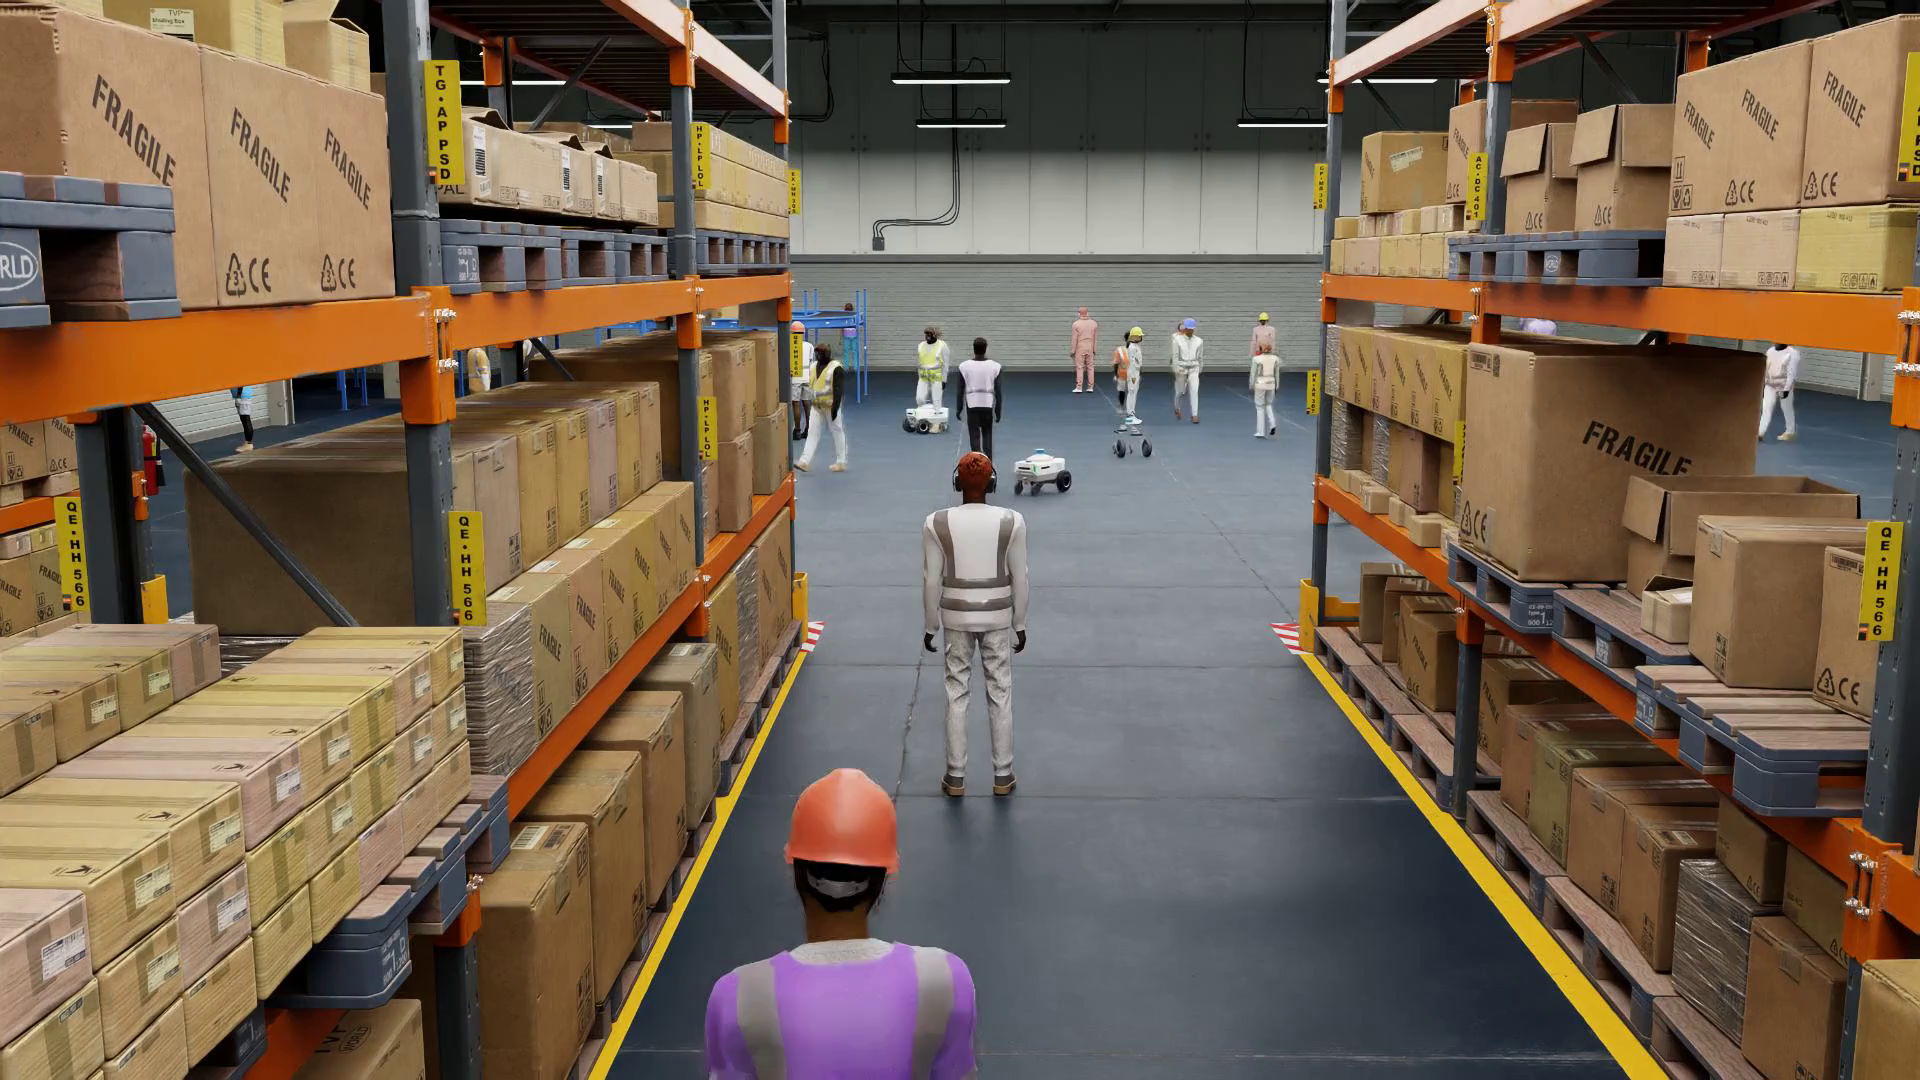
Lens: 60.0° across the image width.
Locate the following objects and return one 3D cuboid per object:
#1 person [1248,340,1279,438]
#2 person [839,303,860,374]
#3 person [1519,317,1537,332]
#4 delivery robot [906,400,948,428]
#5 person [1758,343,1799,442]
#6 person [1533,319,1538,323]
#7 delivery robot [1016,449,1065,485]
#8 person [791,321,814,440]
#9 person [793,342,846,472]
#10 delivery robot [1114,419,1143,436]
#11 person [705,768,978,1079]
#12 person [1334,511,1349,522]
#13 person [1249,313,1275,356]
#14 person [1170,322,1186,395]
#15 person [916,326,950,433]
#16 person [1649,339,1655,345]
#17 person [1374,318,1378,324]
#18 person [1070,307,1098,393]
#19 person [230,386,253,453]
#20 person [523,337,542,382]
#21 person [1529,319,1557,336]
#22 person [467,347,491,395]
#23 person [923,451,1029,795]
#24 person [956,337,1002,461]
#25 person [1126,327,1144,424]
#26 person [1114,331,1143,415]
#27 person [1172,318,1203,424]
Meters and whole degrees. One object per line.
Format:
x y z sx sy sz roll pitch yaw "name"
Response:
5.041 -2.513 27.645 0.521 1.629 0.366 -4 10 -22 "person"
-2.891 -5.277 43.529 0.563 1.847 0.389 -3 10 -20 "person"
14.945 -5.379 43.548 0.608 2.048 0.369 3 10 15 "person"
-0.555 -2.158 28.558 0.707 0.478 0.477 -6 11 -32 "delivery robot"
13.314 -2.489 27.027 0.904 1.795 0.643 -5 11 -27 "person"
13.515 -4.421 38.387 1.008 1.849 0.663 -4 10 -23 "person"
1.018 -0.914 21.110 0.477 0.478 0.707 7 12 38 "delivery robot"
-2.659 -2.626 27.384 0.356 1.938 0.545 8 13 41 "person"
-1.914 -1.823 22.994 0.657 1.791 0.941 7 12 38 "person"
2.560 -1.720 25.161 0.335 0.223 0.698 -2 10 -14 "delivery robot"
-0.219 1.417 3.293 0.550 1.905 0.664 -2 10 -11 "person"
4.643 -1.057 18.448 0.927 1.799 0.594 4 10 23 "person"
6.955 -4.367 38.378 0.544 1.740 0.711 6 11 30 "person"
4.851 -3.951 36.306 0.544 1.592 0.835 1 10 7 "person"
-0.485 -2.733 28.365 0.634 1.829 0.484 5 11 26 "person"
13.368 -3.319 31.885 0.559 1.814 0.982 -5 11 -27 "person"
7.026 -2.876 28.798 0.623 1.969 0.791 -3 10 -17 "person"
2.750 -4.235 37.135 0.639 1.902 0.406 -4 10 -23 "person"
-11.004 -2.186 25.468 0.318 1.697 0.535 -3 10 -17 "person"
-8.239 -3.339 31.935 0.332 1.842 0.508 7 12 35 "person"
12.719 -4.127 36.470 0.643 1.908 0.411 -2 10 -13 "person"
-7.274 -2.278 25.293 0.361 1.939 0.542 -7 12 -38 "person"
0.086 0.456 9.086 0.574 1.883 0.355 0 9 0 "person"
0.240 -1.789 22.516 0.594 1.895 0.732 -2 10 -10 "person"
3.172 -2.979 30.076 0.296 1.743 0.492 2 10 12 "person"
3.112 -3.052 30.768 0.544 1.659 0.713 0 9 2 "person"
4.142 -3.116 30.418 0.595 1.910 0.911 -1 9 -4 "person"
